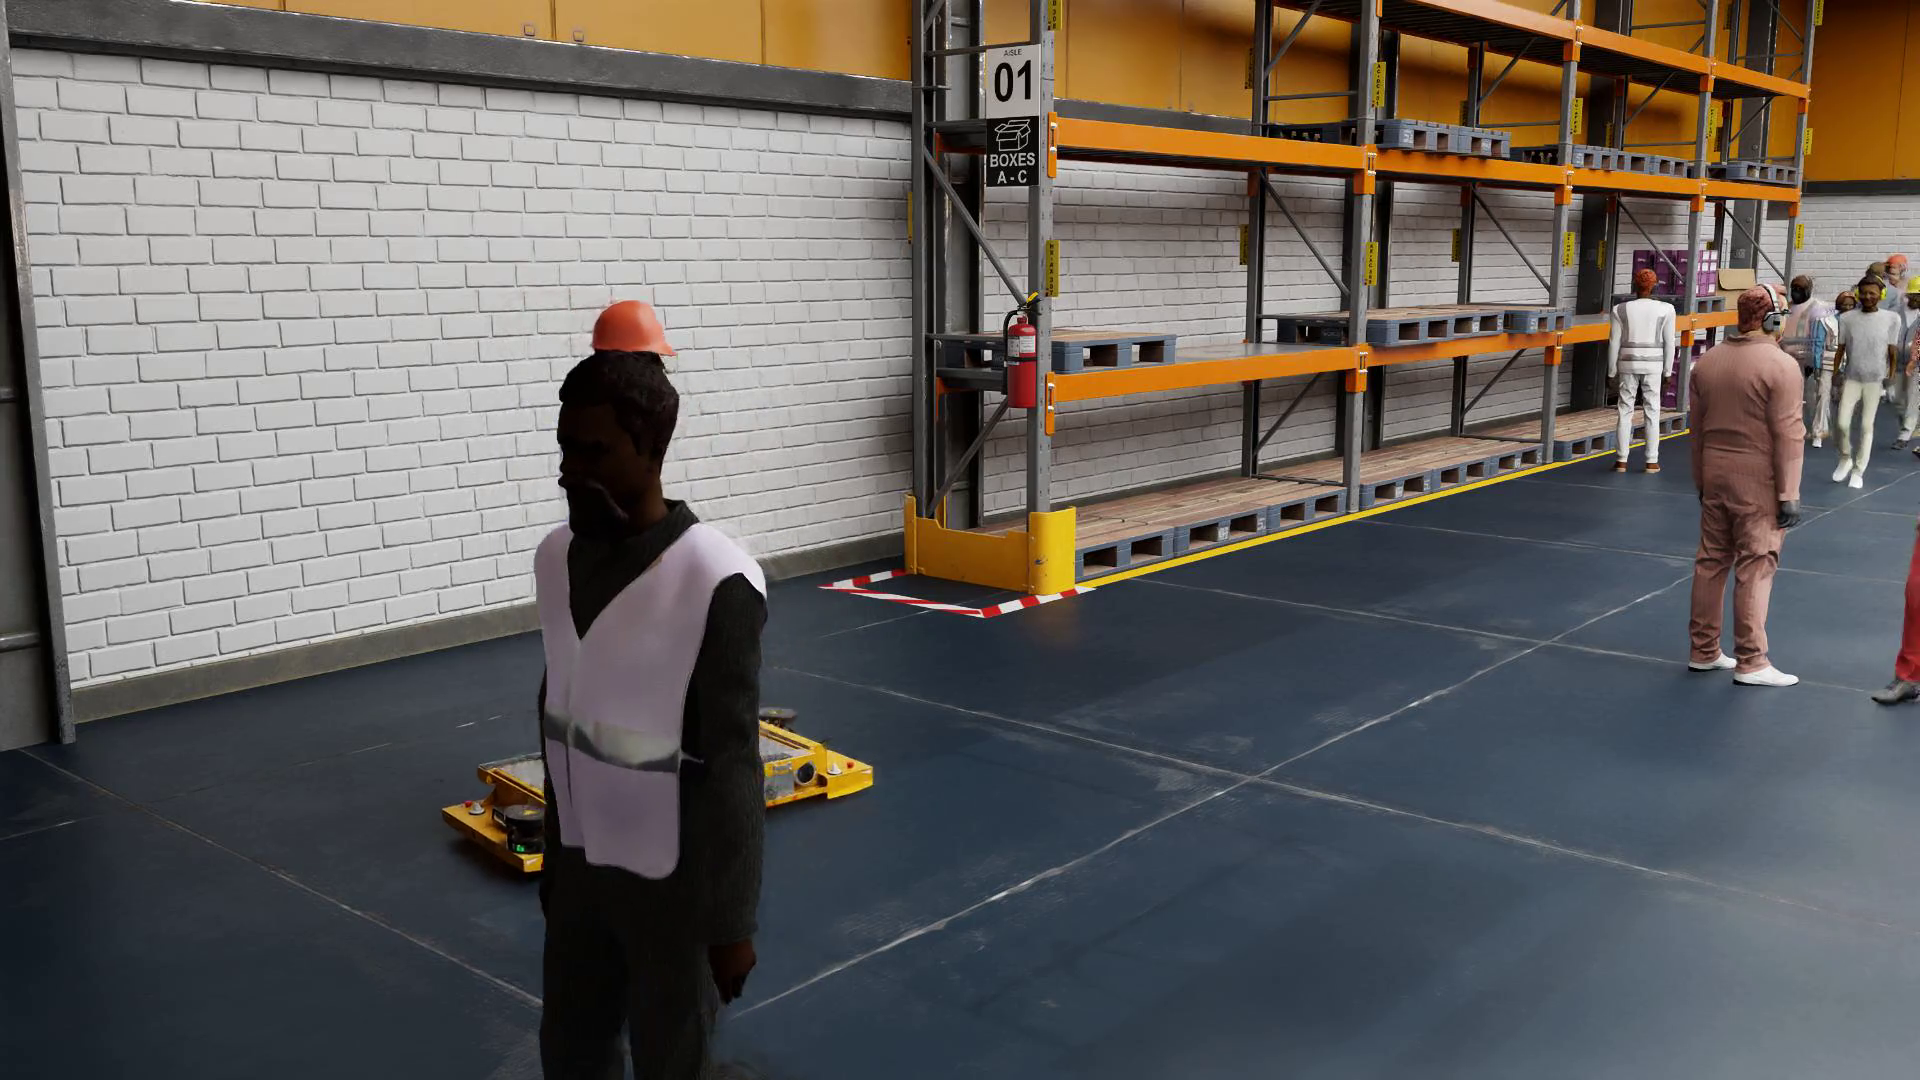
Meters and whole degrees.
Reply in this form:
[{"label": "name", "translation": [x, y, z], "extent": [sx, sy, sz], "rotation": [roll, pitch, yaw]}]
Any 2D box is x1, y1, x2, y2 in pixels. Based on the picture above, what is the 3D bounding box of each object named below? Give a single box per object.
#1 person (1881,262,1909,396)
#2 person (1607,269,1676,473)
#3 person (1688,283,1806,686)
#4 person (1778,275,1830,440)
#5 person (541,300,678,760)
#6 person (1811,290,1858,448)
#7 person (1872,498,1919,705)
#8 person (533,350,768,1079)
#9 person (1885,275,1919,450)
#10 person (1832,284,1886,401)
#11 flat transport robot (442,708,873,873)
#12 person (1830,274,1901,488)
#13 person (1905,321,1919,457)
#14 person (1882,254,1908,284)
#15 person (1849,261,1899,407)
[{"label": "person", "translation": [13.185, -2.961, 23.406], "extent": [0.619, 1.881, 0.649], "rotation": [0, 10, -1]}, {"label": "person", "translation": [6.300, -1.559, 15.406], "extent": [0.572, 1.883, 0.355], "rotation": [4, 11, 22]}, {"label": "person", "translation": [3.784, -0.263, 7.959], "extent": [0.406, 1.909, 0.636], "rotation": [-3, 10, -18]}, {"label": "person", "translation": [9.000, -1.941, 17.884], "extent": [0.980, 1.787, 0.631], "rotation": [-2, 10, -14]}, {"label": "person", "translation": [-1.124, 0.099, 5.955], "extent": [1.000, 1.881, 0.574], "rotation": [0, 10, 0]}, {"label": "person", "translation": [9.137, -1.768, 17.288], "extent": [0.514, 1.640, 0.309], "rotation": [2, 10, 10]}, {"label": "person", "translation": [4.455, -0.081, 7.391], "extent": [0.719, 1.728, 0.542], "rotation": [-6, 12, -30]}, {"label": "person", "translation": [-0.579, 0.594, 3.099], "extent": [0.611, 1.900, 0.758], "rotation": [9, 14, 43]}, {"label": "person", "translation": [9.881, -1.840, 17.238], "extent": [0.612, 1.804, 0.610], "rotation": [-8, 13, -38]}, {"label": "person", "translation": [12.227, -2.651, 22.370], "extent": [0.688, 1.613, 0.555], "rotation": [3, 10, 18]}, {"label": "flat transport robot", "translation": [-1.084, 0.882, 6.097], "extent": [1.431, 0.197, 0.652], "rotation": [-8, 13, -39]}, {"label": "person", "translation": [7.827, -1.360, 14.398], "extent": [0.511, 1.848, 0.378], "rotation": [6, 12, 32]}, {"label": "person", "translation": [9.743, -1.758, 16.400], "extent": [1.048, 1.939, 0.603], "rotation": [-6, 12, -32]}, {"label": "person", "translation": [13.199, -3.064, 23.664], "extent": [0.966, 2.007, 0.621], "rotation": [-5, 11, -27]}, {"label": "person", "translation": [11.873, -2.687, 21.796], "extent": [0.701, 1.910, 0.428], "rotation": [-1, 10, -6]}]
